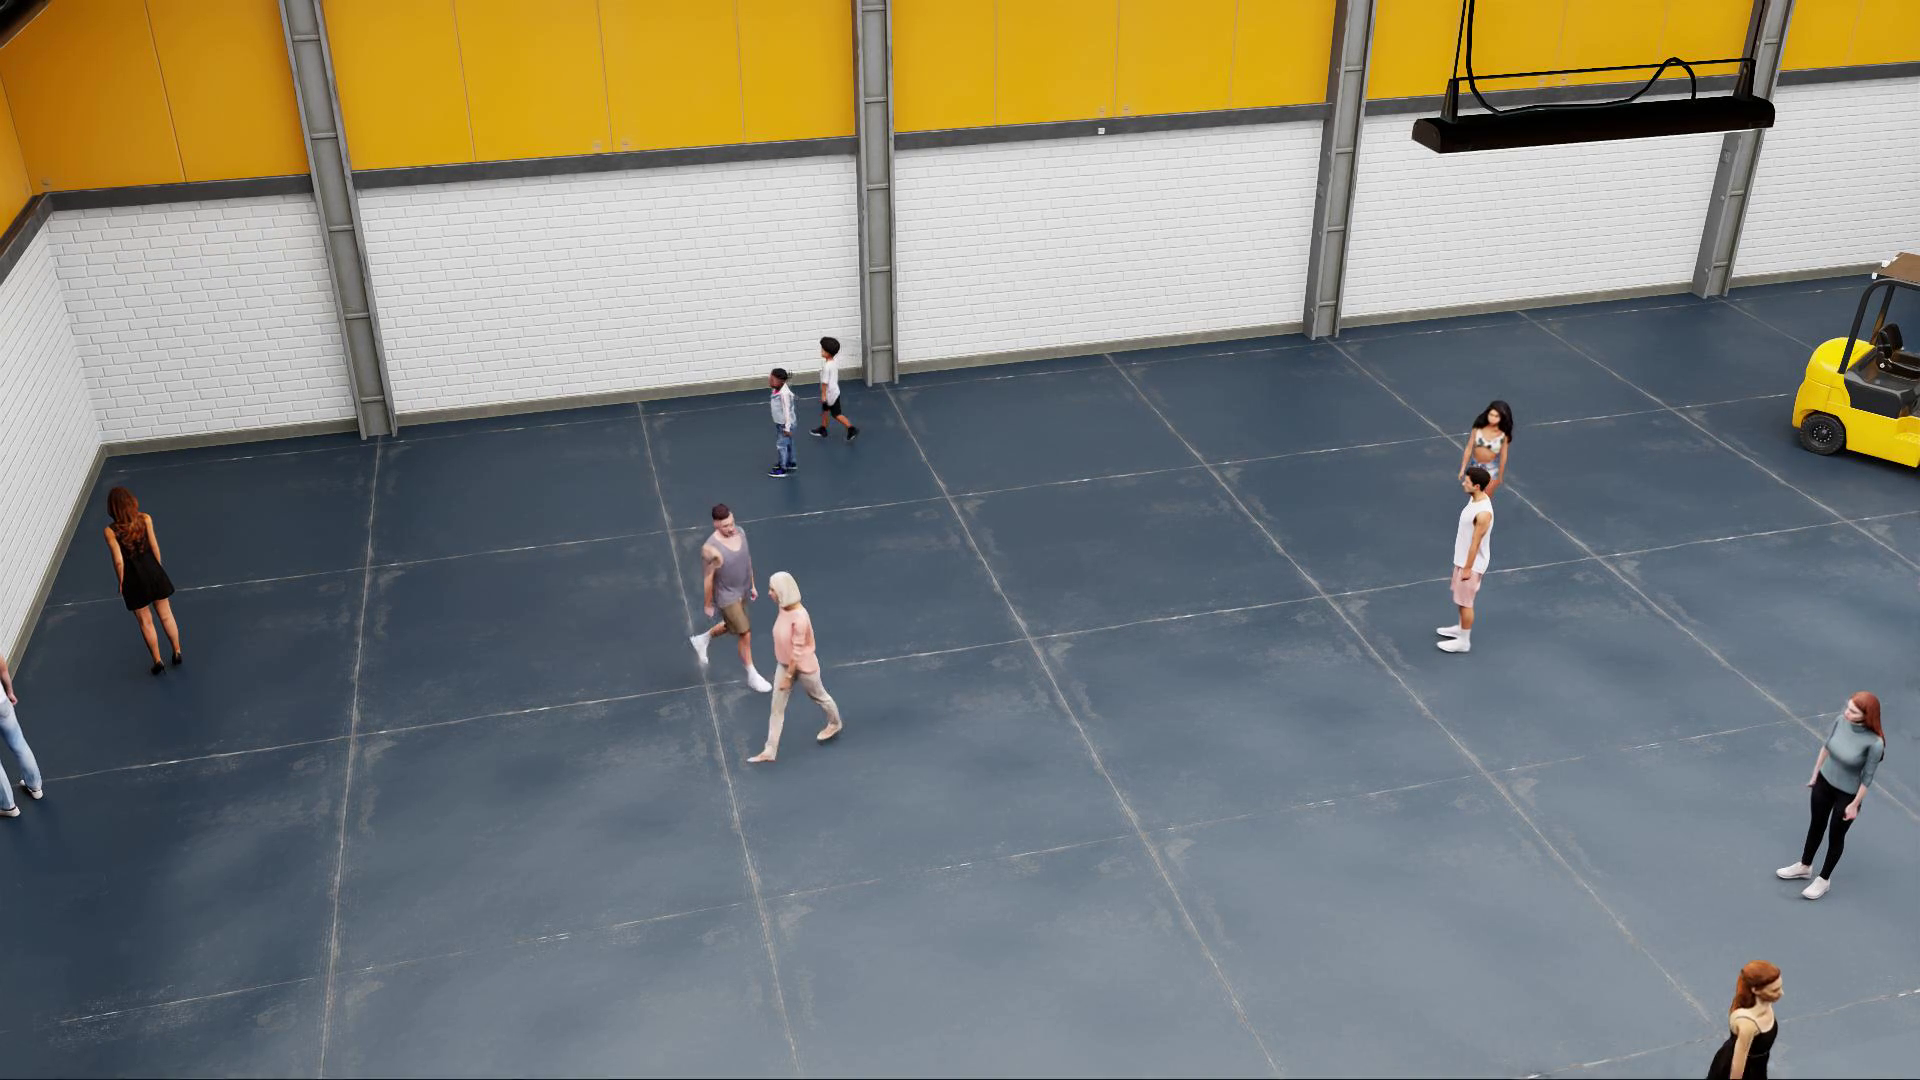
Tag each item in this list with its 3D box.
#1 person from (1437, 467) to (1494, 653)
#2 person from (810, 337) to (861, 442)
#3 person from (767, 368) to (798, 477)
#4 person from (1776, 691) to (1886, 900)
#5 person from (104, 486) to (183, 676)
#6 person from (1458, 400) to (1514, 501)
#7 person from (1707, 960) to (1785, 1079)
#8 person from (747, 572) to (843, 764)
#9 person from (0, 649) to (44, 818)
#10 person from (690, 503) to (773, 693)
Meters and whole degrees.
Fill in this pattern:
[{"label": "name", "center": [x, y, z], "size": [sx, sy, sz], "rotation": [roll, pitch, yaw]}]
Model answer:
[{"label": "person", "center": [4.612, 0.172, 14.966], "size": [0.723, 1.779, 0.730], "rotation": [4, 29, 8]}, {"label": "person", "center": [-1.419, -1.702, 18.961], "size": [0.917, 1.242, 0.745], "rotation": [7, 29, 12]}, {"label": "person", "center": [-1.904, -1.314, 18.241], "size": [0.581, 1.252, 0.484], "rotation": [-7, 29, -12]}, {"label": "person", "center": [6.334, 1.815, 11.992], "size": [0.543, 1.744, 0.584], "rotation": [-9, 30, -16]}, {"label": "person", "center": [-7.154, 0.359, 14.564], "size": [0.726, 1.835, 0.634], "rotation": [22, 36, 35]}, {"label": "person", "center": [5.291, -0.688, 16.737], "size": [0.936, 1.593, 1.087], "rotation": [22, 35, 34]}, {"label": "person", "center": [4.483, 3.091, 9.804], "size": [0.991, 1.598, 1.037], "rotation": [23, 36, 36]}, {"label": "person", "center": [-1.241, 1.017, 13.535], "size": [1.219, 1.665, 0.899], "rotation": [-20, 34, -32]}, {"label": "person", "center": [-7.522, 1.294, 12.833], "size": [0.759, 1.851, 0.730], "rotation": [12, 31, 20]}, {"label": "person", "center": [-2.025, 0.442, 14.198], "size": [1.190, 1.803, 1.138], "rotation": [15, 32, 25]}]
